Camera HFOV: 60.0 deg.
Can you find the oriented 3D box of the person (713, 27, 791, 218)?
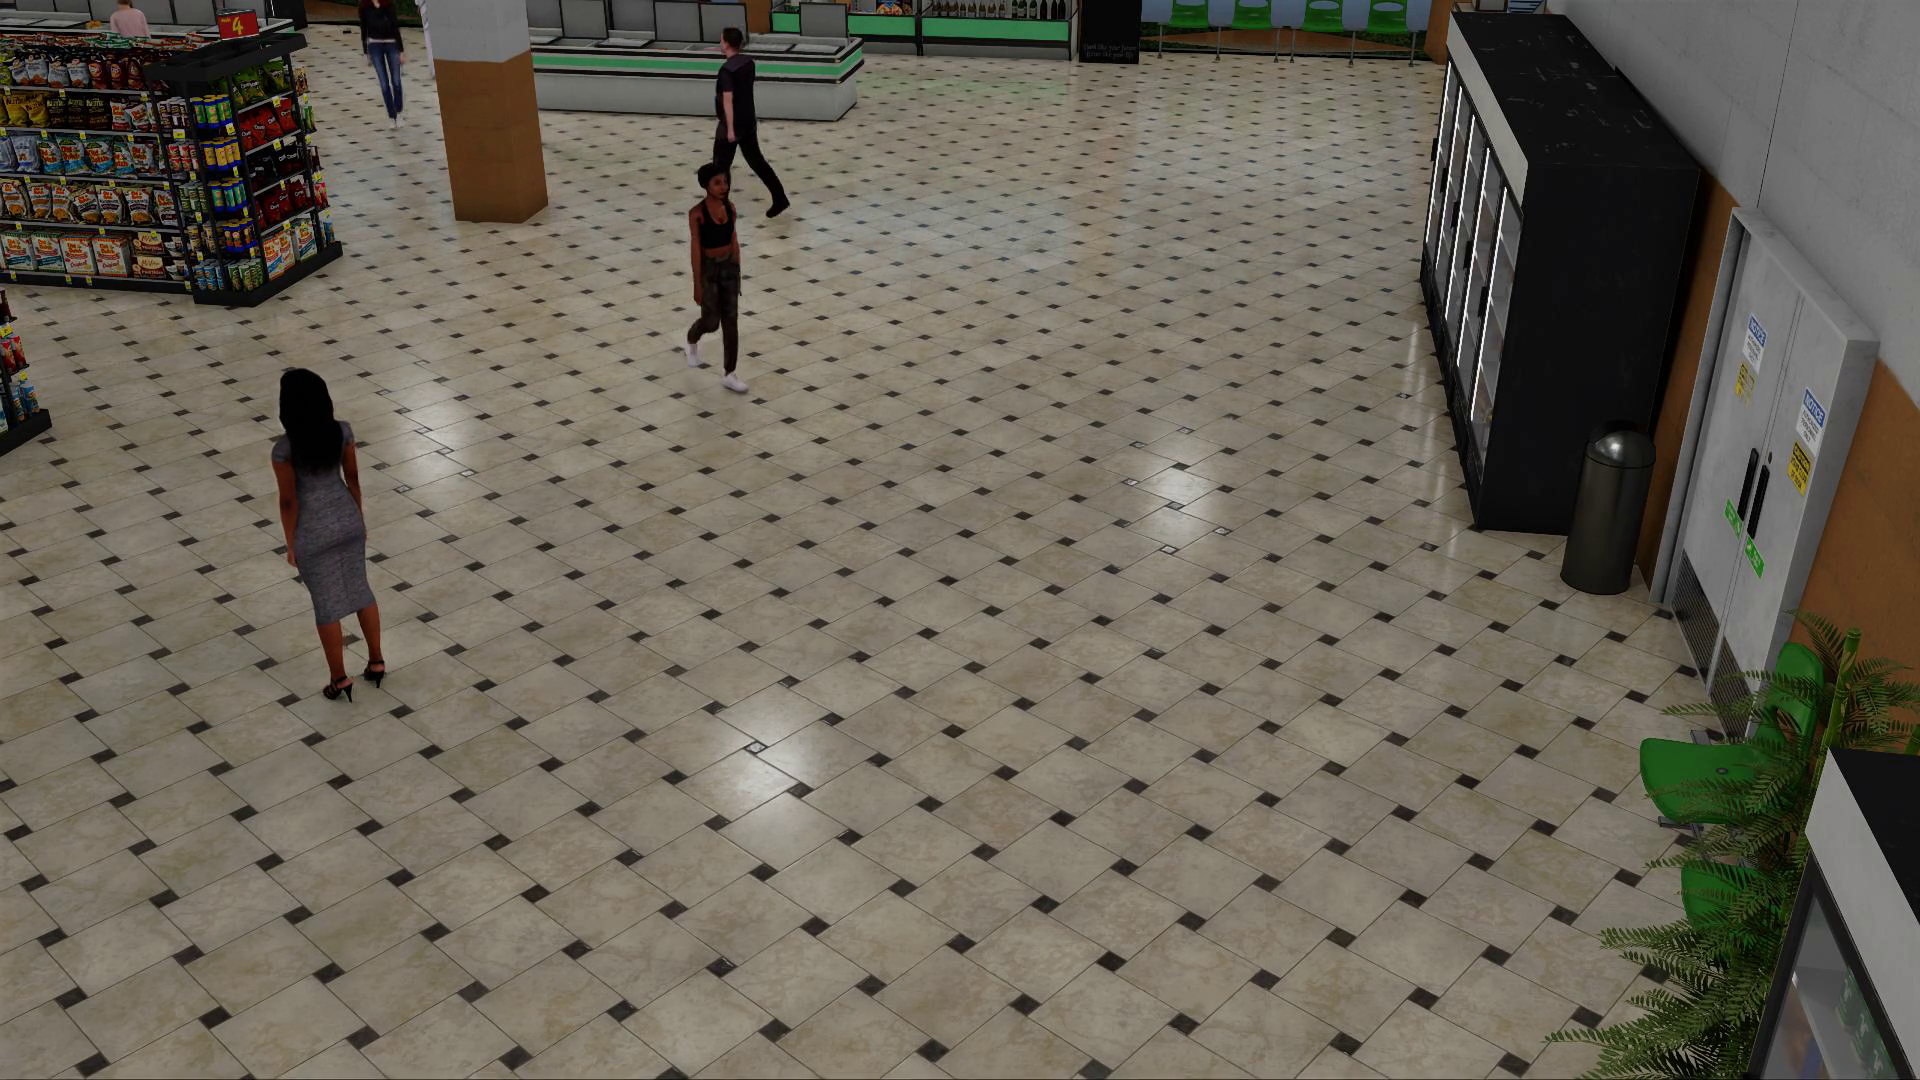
[{"bbox_3d":[-2.067,-3.993,16.111,1.281,1.809,0.934,13,30,24],"label":"person"}]

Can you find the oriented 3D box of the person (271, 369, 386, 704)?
[{"bbox_3d":[-3.129,-0.012,8.290,0.679,1.782,0.662,22,34,37],"label":"person"}]

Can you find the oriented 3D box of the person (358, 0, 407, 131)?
[{"bbox_3d":[-6.762,-5.729,19.575,0.697,1.771,0.772,-5,27,-10],"label":"person"}]

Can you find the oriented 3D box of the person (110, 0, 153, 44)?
[{"bbox_3d":[-9.590,-5.591,19.392,0.729,1.691,0.693,24,35,38],"label":"person"}]

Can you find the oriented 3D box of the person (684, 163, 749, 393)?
[{"bbox_3d":[-1.835,-1.930,12.181,0.891,1.683,0.983,-21,34,-36],"label":"person"}]
